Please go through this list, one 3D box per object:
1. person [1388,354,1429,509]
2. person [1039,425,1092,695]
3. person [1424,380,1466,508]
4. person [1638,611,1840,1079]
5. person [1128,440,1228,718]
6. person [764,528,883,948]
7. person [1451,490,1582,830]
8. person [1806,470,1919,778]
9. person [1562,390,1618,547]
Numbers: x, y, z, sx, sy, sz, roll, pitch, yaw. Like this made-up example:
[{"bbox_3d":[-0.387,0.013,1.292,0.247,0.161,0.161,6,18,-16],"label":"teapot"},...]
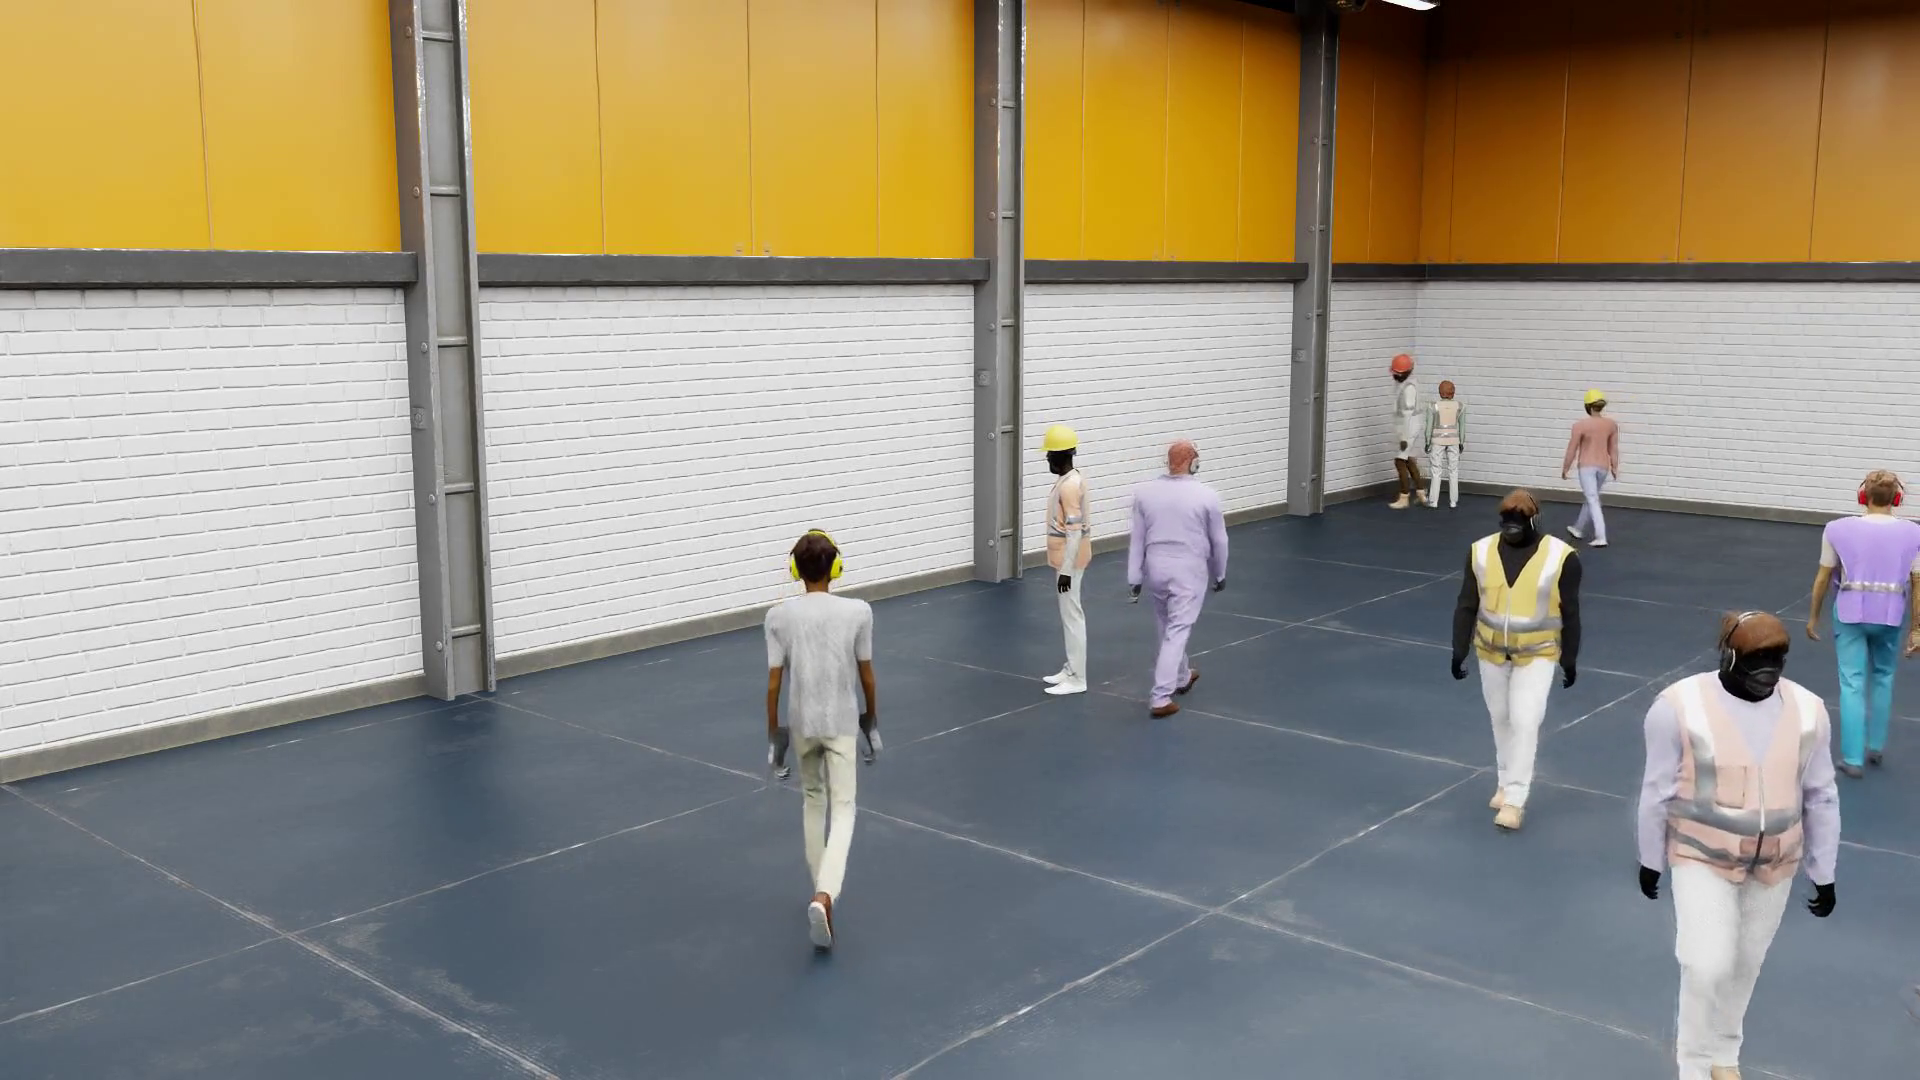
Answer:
[{"bbox_3d":[5.726,-1.373,21.164,0.670,1.991,0.698,1,9,7],"label":"person"},{"bbox_3d":[0.745,0.141,11.833,0.382,1.923,0.591,1,9,4],"label":"person"},{"bbox_3d":[6.188,-1.213,21.231,0.516,1.641,0.308,0,9,2],"label":"person"},{"bbox_3d":[2.744,1.156,5.813,0.639,1.819,0.649,0,9,0],"label":"person"},{"bbox_3d":[1.531,0.240,11.429,0.634,1.849,0.970,6,11,35],"label":"person"},{"bbox_3d":[-0.624,0.871,7.522,0.520,1.848,0.833,1,9,6],"label":"person"},{"bbox_3d":[2.976,0.643,9.042,0.653,1.808,0.843,7,11,37],"label":"person"},{"bbox_3d":[5.439,0.481,10.026,0.590,1.819,0.754,3,9,17],"label":"person"},{"bbox_3d":[6.961,-0.803,18.401,0.549,1.710,0.925,-2,9,-11],"label":"person"}]
